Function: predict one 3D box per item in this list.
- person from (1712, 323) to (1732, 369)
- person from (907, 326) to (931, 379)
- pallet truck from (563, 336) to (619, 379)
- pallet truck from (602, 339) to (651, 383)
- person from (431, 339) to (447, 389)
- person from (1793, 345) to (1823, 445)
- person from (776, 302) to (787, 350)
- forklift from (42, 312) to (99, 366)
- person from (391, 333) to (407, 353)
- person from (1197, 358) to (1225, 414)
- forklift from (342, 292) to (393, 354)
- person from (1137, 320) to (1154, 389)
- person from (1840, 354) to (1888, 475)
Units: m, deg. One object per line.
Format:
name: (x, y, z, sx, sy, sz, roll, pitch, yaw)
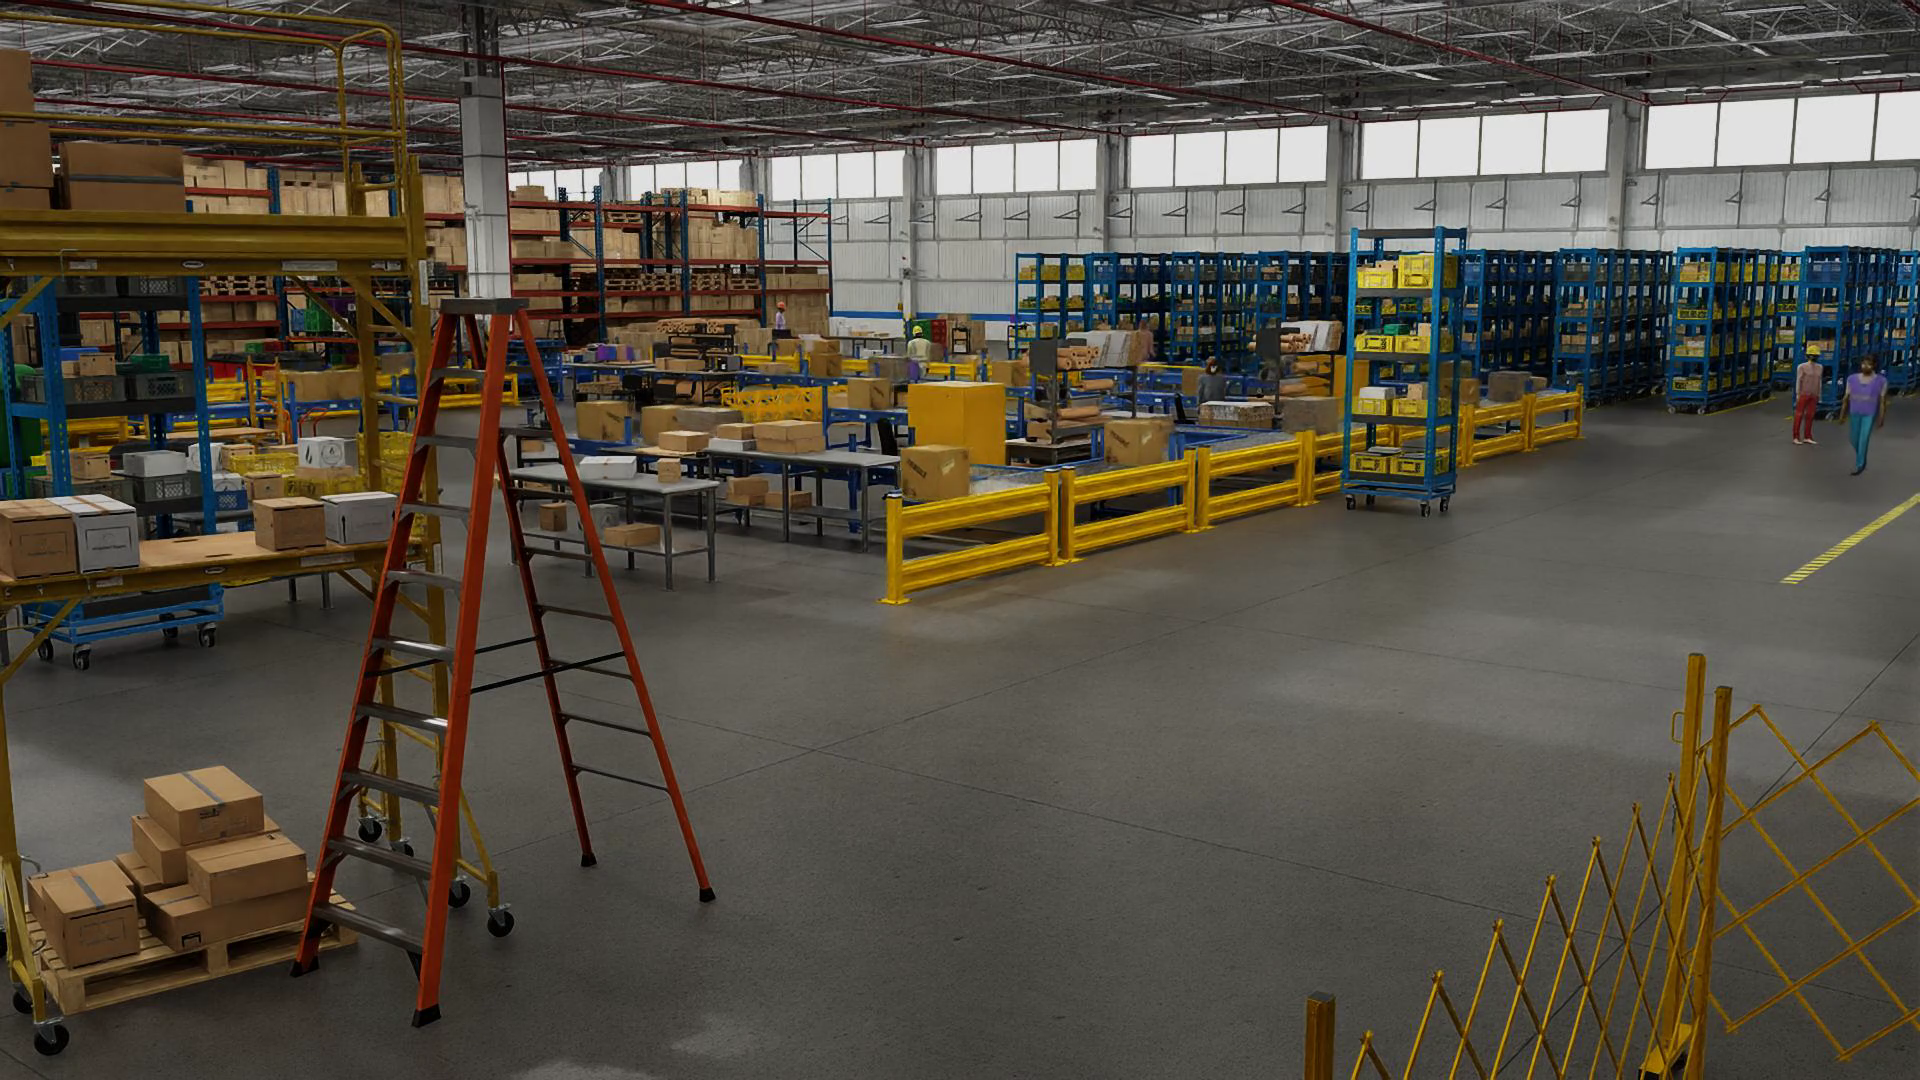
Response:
person: (19.254, -4.684, 42.161, 0.963, 1.948, 0.619, 8, 12, 40)
person: (-0.969, -4.048, 38.581, 0.591, 1.826, 0.403, -5, 10, -27)
pallet truck: (-10.690, -5.294, 48.215, 1.601, 1.201, 0.680, -5, 10, -26)
pallet truck: (-8.991, -4.871, 45.351, 0.653, 1.274, 1.630, 7, 11, 37)
person: (-13.549, -4.697, 42.511, 0.988, 1.856, 0.643, -2, 9, -14)
person: (15.106, -2.577, 29.582, 0.524, 1.770, 0.315, -2, 9, -13)
person: (-6.222, -7.271, 58.017, 0.392, 2.041, 0.615, 1, 9, 6)
forklift: (-23.779, -5.451, 44.052, 1.873, 2.768, 1.129, 7, 11, 36)
person: (-17.204, -5.970, 50.902, 0.550, 1.722, 0.891, 6, 11, 31)
person: (4.198, -2.228, 27.814, 0.507, 1.631, 0.266, -2, 9, -15)
forklift: (-16.485, -5.622, 45.120, 1.129, 2.768, 1.873, 7, 11, 37)
person: (4.632, -4.730, 42.822, 0.719, 1.846, 0.967, 0, 9, 0)
person: (13.732, -1.910, 25.247, 0.778, 1.827, 0.576, -8, 12, -43)
